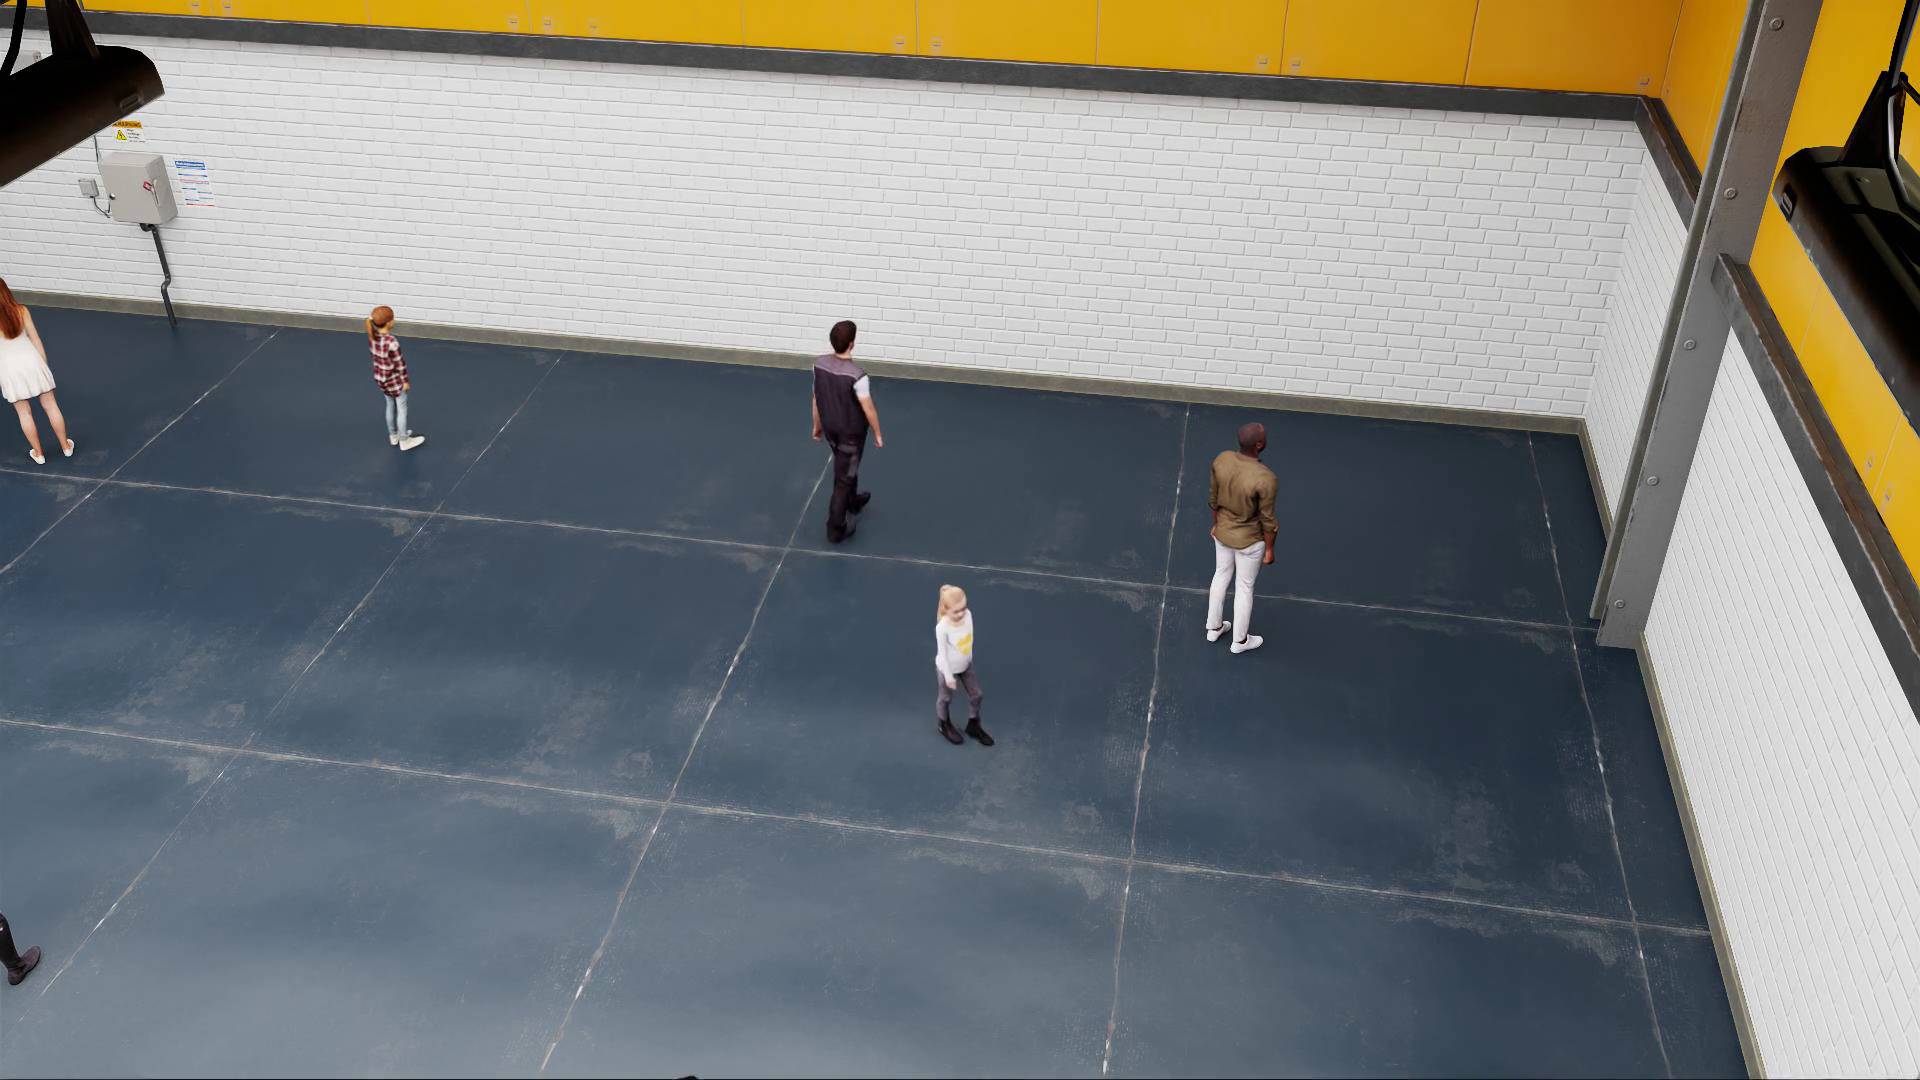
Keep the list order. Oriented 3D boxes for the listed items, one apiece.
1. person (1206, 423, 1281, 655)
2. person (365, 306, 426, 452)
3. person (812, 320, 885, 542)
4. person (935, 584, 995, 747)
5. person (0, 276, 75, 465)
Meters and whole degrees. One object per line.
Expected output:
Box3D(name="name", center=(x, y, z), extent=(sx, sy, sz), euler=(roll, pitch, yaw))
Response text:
Box3D(name="person", center=(1.972, -0.020, 11.701), extent=(0.814, 1.825, 0.802), euler=(-28, 43, -35))
Box3D(name="person", center=(-4.866, -1.387, 14.231), extent=(0.593, 1.302, 0.615), euler=(25, 41, 32))
Box3D(name="person", center=(-0.960, -0.801, 12.874), extent=(0.918, 1.827, 1.039), euler=(21, 39, 29))
Box3D(name="person", center=(-0.087, 0.801, 10.970), extent=(0.669, 1.267, 0.717), euler=(-28, 43, -35))
Box3D(name="person", center=(-7.867, -1.445, 13.948), extent=(0.645, 1.711, 0.705), euler=(-21, 39, -28))
